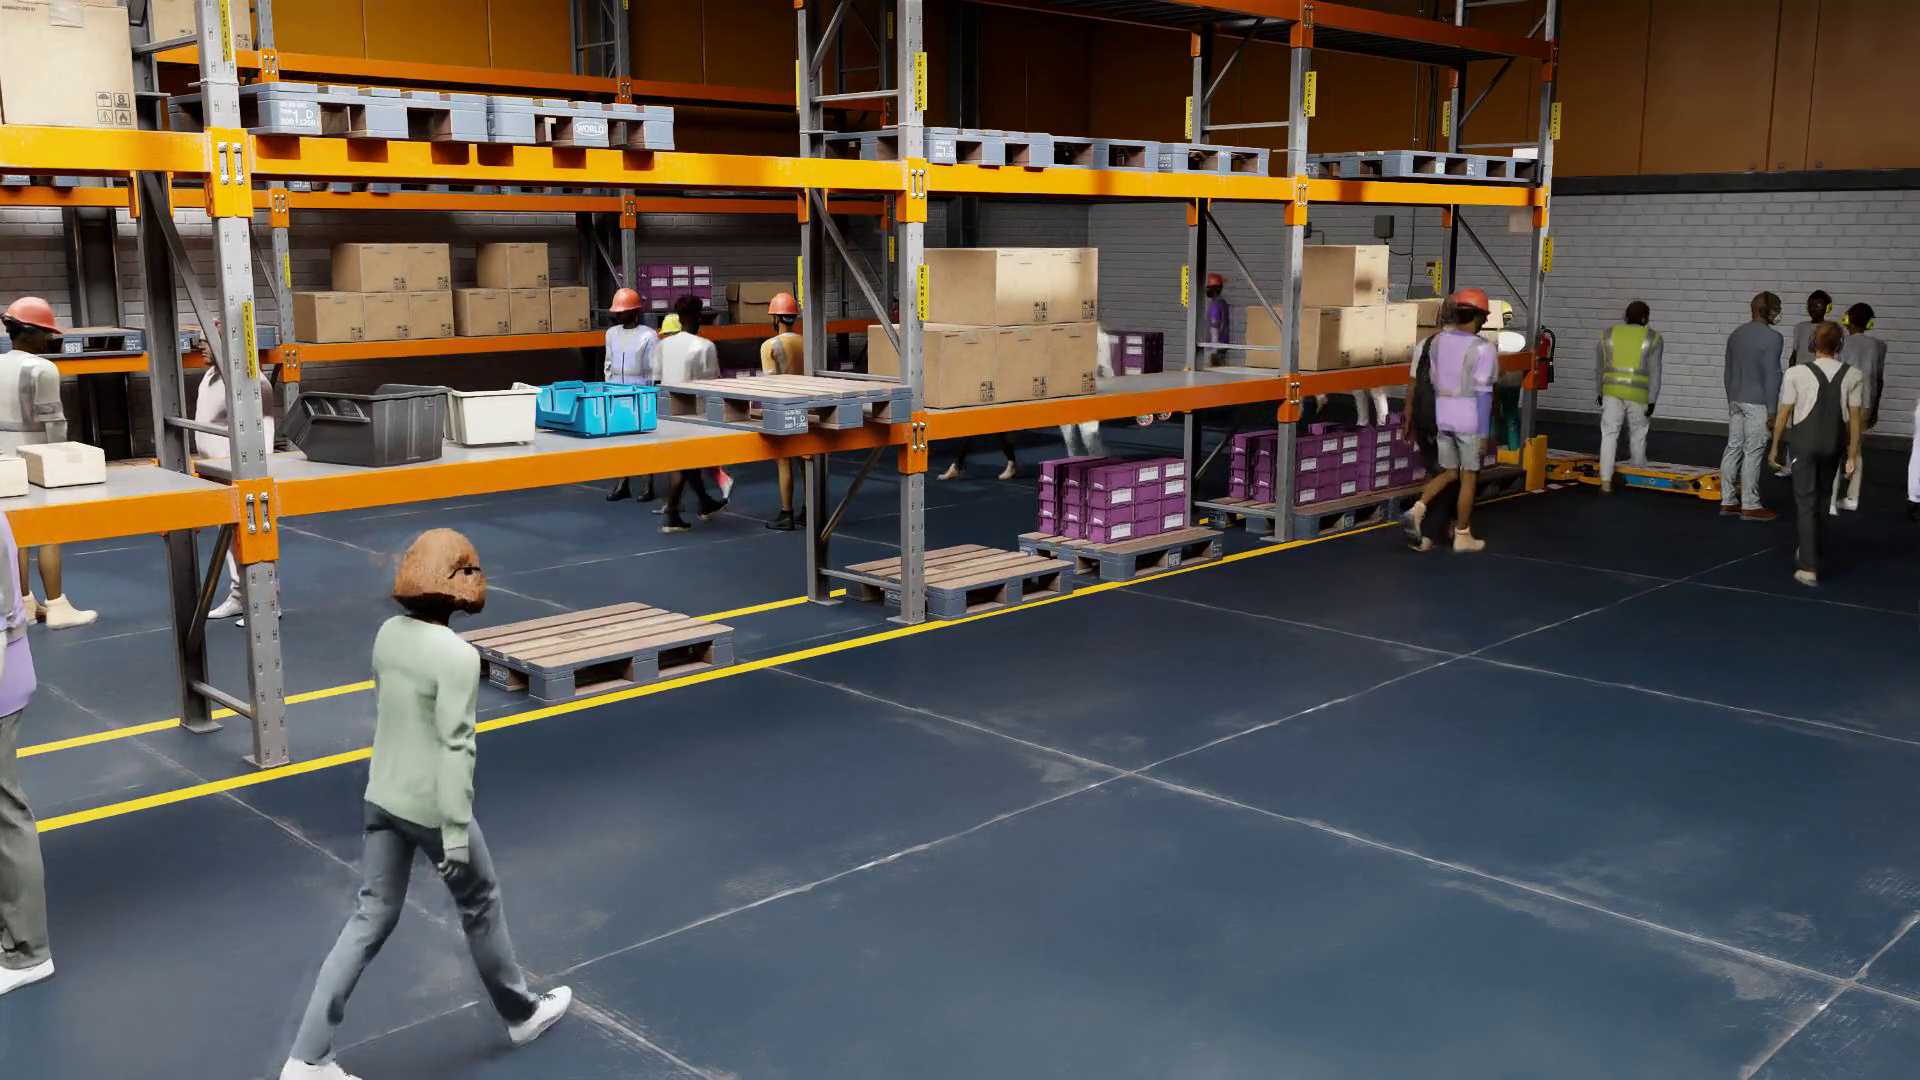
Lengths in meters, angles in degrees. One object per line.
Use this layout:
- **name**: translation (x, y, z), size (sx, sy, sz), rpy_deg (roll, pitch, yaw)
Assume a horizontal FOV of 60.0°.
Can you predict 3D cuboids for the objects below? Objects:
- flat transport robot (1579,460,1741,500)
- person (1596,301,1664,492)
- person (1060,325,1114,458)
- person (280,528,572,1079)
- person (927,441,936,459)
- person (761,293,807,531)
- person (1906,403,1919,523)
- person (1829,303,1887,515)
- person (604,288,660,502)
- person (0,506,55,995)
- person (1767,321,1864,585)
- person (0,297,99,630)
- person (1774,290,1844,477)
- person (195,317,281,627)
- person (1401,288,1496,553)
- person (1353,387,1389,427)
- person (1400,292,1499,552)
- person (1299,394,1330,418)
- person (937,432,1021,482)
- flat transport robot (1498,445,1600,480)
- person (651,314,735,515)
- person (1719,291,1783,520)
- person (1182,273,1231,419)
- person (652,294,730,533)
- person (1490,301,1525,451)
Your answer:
- **flat transport robot**: translation (6.659, -0.584, 15.655), size (0.652, 0.197, 1.431), rpy_deg (-8, 13, -37)
- **person**: translation (6.325, -1.359, 15.761), size (0.646, 1.779, 0.981), rpy_deg (8, 13, 37)
- **person**: translation (1.049, -1.278, 15.004), size (0.653, 1.896, 0.497), rpy_deg (6, 12, 29)
- **person**: translation (-1.536, 0.767, 4.705), size (0.541, 1.588, 0.873), rpy_deg (9, 13, 39)
- **person**: translation (-0.493, -1.714, 17.930), size (0.540, 1.695, 0.317), rpy_deg (2, 11, 13)
- **person**: translation (-1.416, -1.042, 13.608), size (0.376, 1.939, 0.547), rpy_deg (10, 14, 44)
- **person**: translation (5.830, -0.241, 9.552), size (0.650, 1.821, 0.573), rpy_deg (9, 14, 42)
- **person**: translation (7.723, -1.129, 14.402), size (0.530, 1.834, 0.483), rpy_deg (0, 10, 2)
- **person**: translation (-2.972, -1.300, 15.033), size (0.542, 1.931, 0.376), rpy_deg (3, 11, 18)
- **person**: translation (-3.135, 0.492, 5.266), size (0.370, 1.928, 0.585), rpy_deg (-7, 12, -32)
- **person**: translation (5.992, -0.631, 11.724), size (0.516, 1.808, 0.892), rpy_deg (2, 10, 8)
- **person**: translation (-5.658, -0.464, 10.205), size (0.609, 2.030, 0.410), rpy_deg (5, 11, 25)
- **person**: translation (8.410, -1.532, 16.454), size (0.329, 1.876, 0.508), rpy_deg (-8, 13, -38)
- **person**: translation (-4.498, -0.417, 10.287), size (0.644, 1.907, 0.400), rpy_deg (9, 13, 39)
- **person**: translation (3.708, -0.879, 12.502), size (0.655, 2.016, 0.631), rpy_deg (-6, 12, -29)
- **person**: translation (4.790, -2.108, 19.383), size (0.641, 1.948, 0.680), rpy_deg (-1, 10, -6)
- **person**: translation (3.809, -0.971, 12.938), size (1.034, 2.000, 0.690), rpy_deg (-10, 14, -42)
- **person**: translation (4.502, -2.487, 21.834), size (0.539, 1.814, 0.630), rpy_deg (9, 14, 41)
- **person**: translation (0.226, -1.389, 16.270), size (0.865, 1.654, 0.534), rpy_deg (-6, 12, -28)
- **flat transport robot**: translation (5.822, -0.801, 16.842), size (0.652, 0.197, 1.431), rpy_deg (-5, 12, -26)
- **person**: translation (-2.342, -1.106, 14.527), size (0.774, 1.737, 0.535), rpy_deg (-5, 12, -27)
- **person**: translation (6.738, -1.140, 14.146), size (0.372, 1.936, 0.629), rpy_deg (-2, 11, -10)
- **person**: translation (3.232, -2.524, 21.773), size (0.778, 1.904, 0.575), rpy_deg (4, 11, 23)
- **person**: translation (-2.182, -1.048, 13.675), size (0.607, 1.915, 1.017), rpy_deg (8, 13, 36)
- **person**: translation (5.392, -1.508, 16.647), size (0.525, 1.759, 0.357), rpy_deg (-4, 11, -19)
